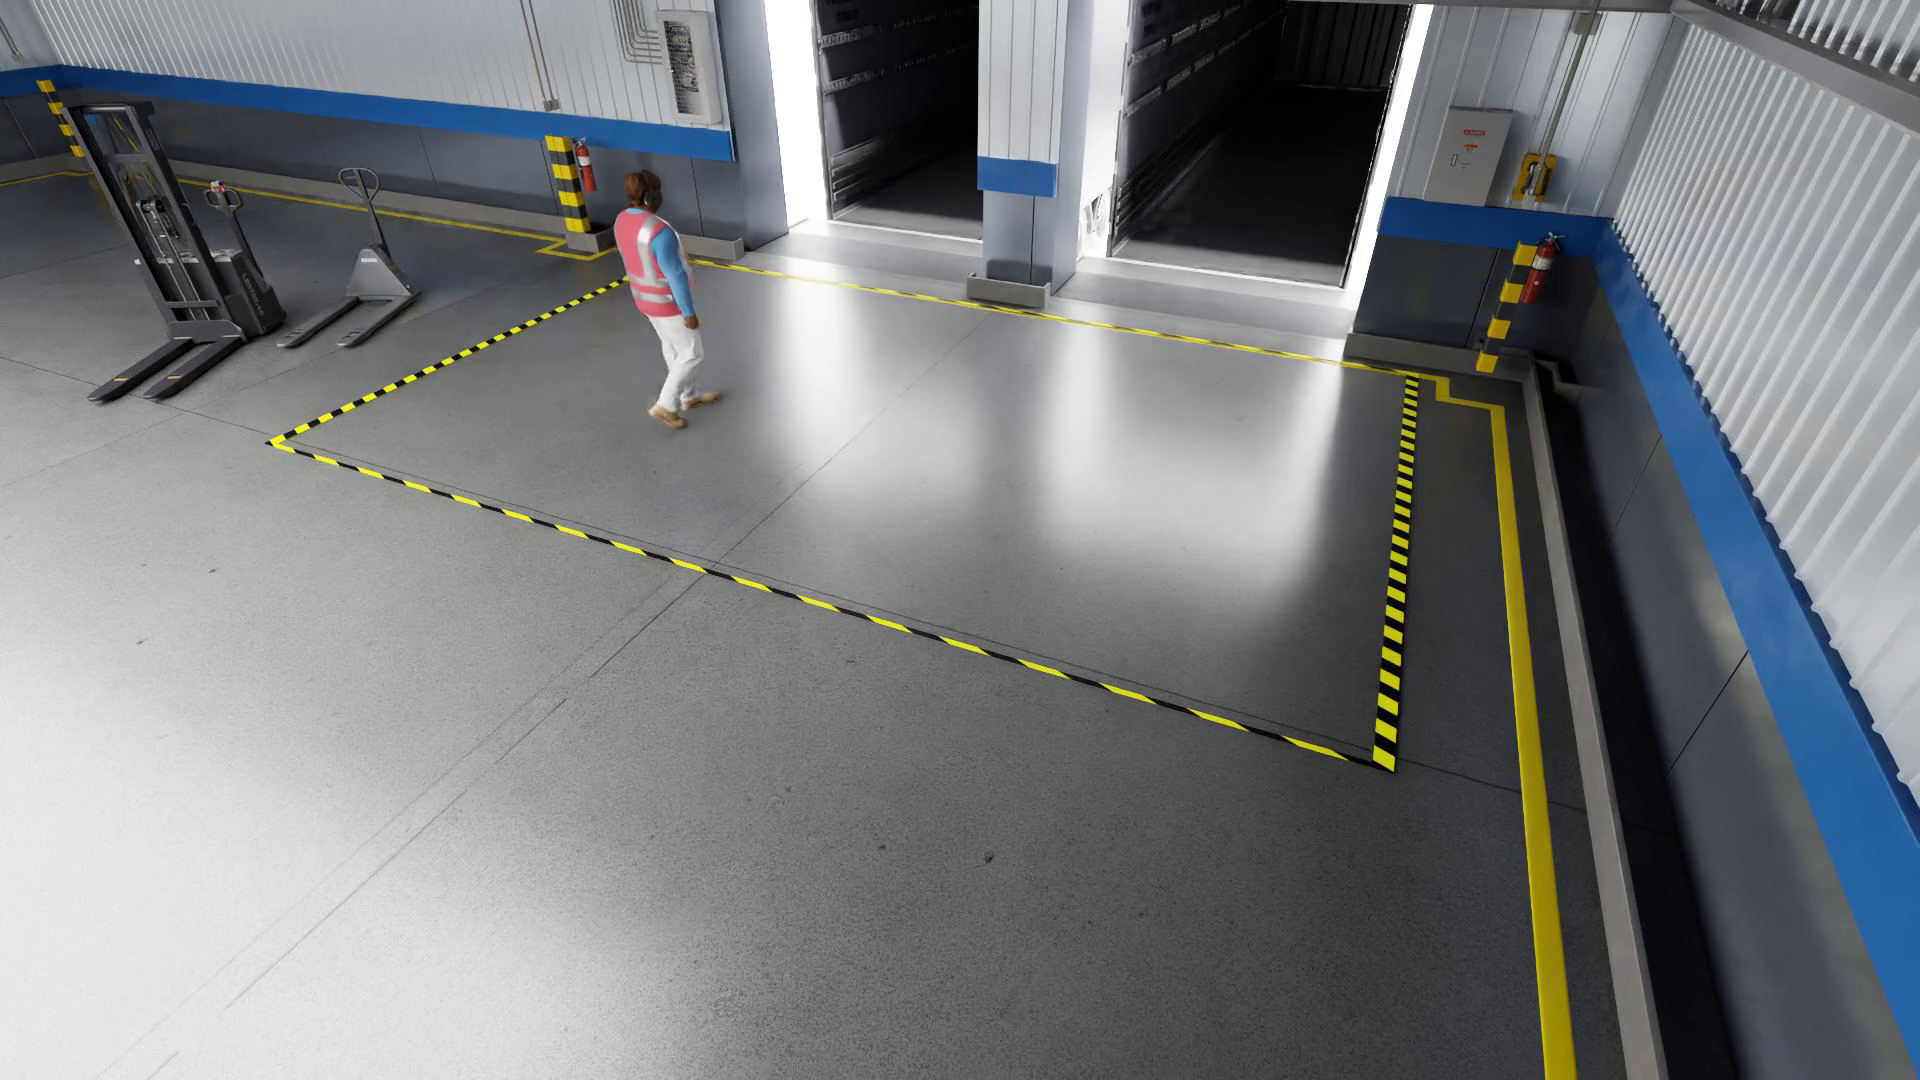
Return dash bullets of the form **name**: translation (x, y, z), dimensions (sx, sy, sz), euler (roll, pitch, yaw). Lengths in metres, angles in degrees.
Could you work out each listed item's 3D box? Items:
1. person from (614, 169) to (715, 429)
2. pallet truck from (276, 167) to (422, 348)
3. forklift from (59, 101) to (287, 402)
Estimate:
- **person**: translation (-2.131, -1.697, 6.597), dimensions (0.653, 1.827, 0.640), euler (-29, 44, -35)
- **pallet truck**: translation (-5.732, -2.611, 8.414), dimensions (0.680, 1.201, 1.601), euler (-1, 35, -1)
- **forklift**: translation (-6.686, -2.387, 7.434), dimensions (0.823, 1.965, 1.885), euler (-3, 35, -5)
